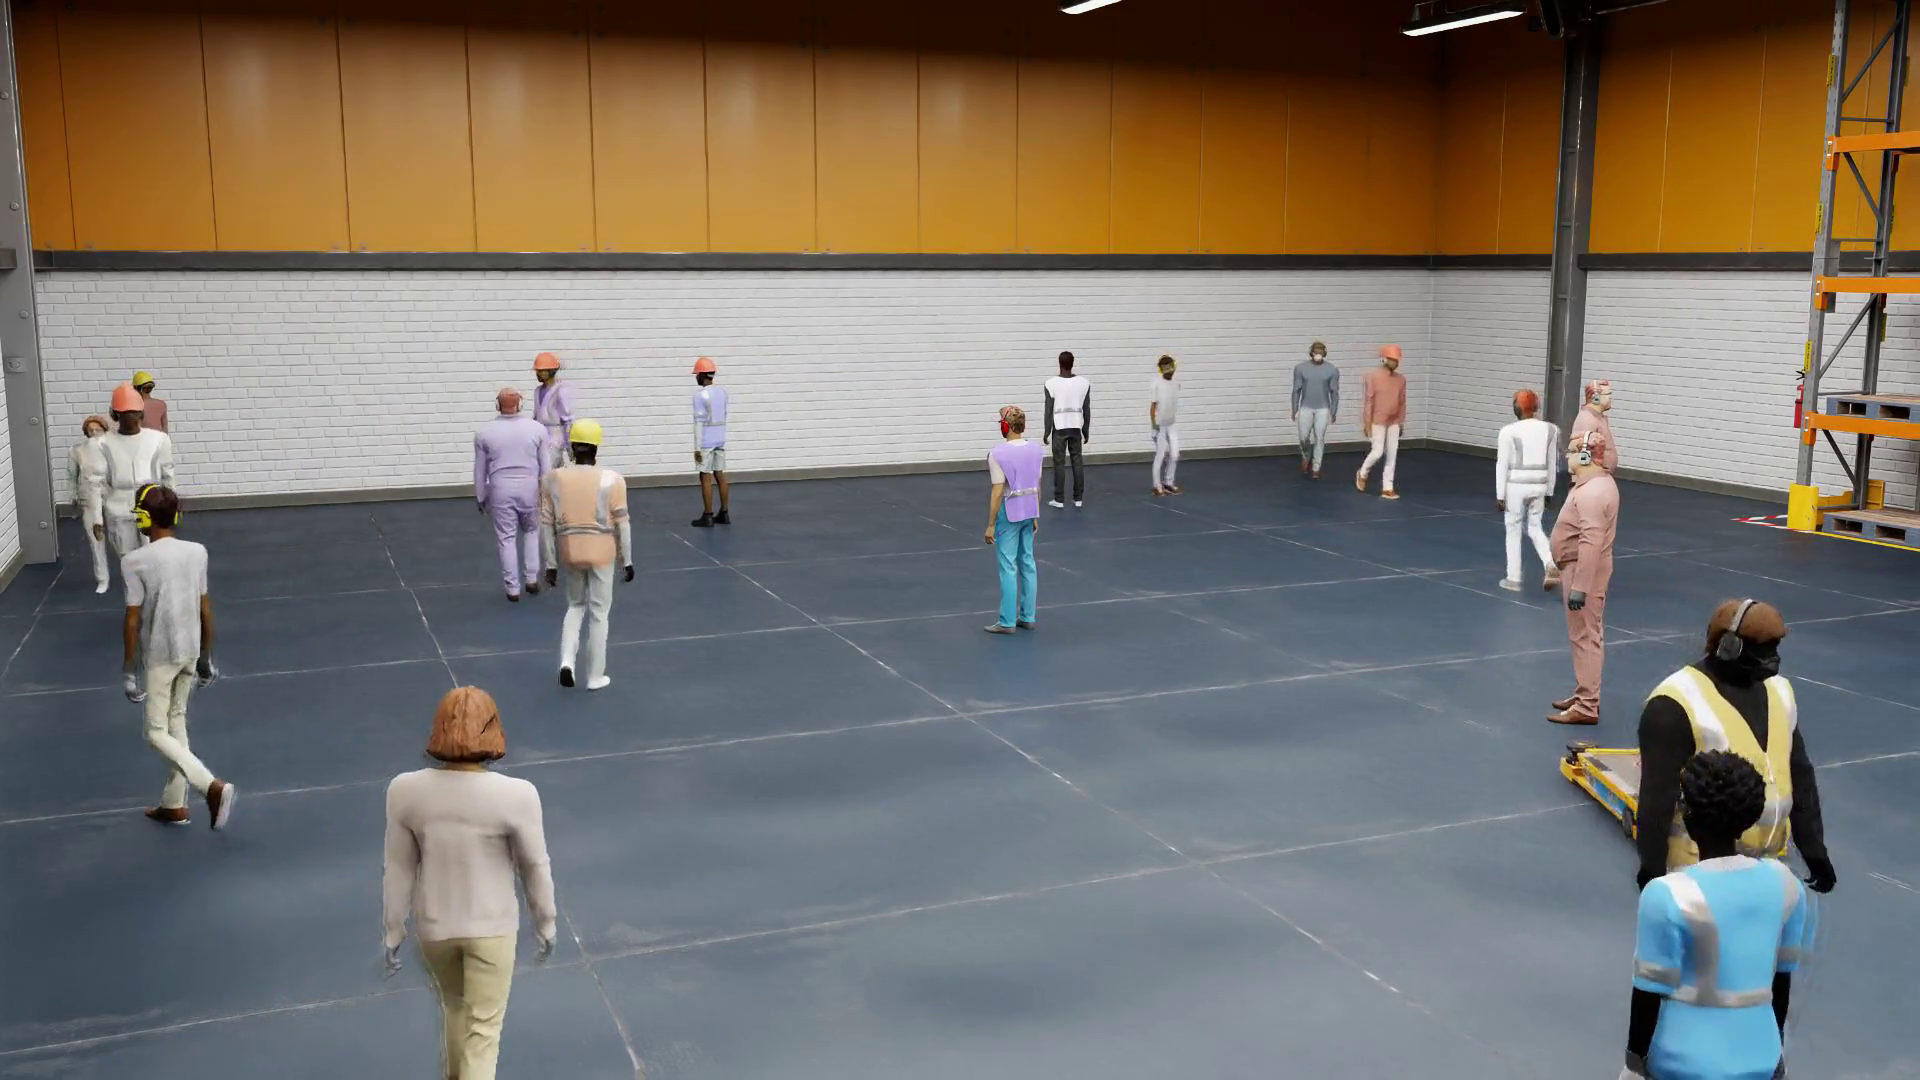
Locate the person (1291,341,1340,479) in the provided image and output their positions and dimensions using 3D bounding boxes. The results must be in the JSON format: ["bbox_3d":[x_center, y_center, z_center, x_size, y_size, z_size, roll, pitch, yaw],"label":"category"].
[{"bbox_3d":[4.943,-1.808,23.142,0.655,1.926,0.432,2,10,12],"label":"person"}]

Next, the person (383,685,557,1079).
[{"bbox_3d":[-1.583,1.257,5.490,0.534,1.609,0.649,1,9,5],"label":"person"}]

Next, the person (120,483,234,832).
[{"bbox_3d":[-4.075,0.625,8.646,0.722,1.850,0.520,5,10,27],"label":"person"}]

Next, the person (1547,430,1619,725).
[{"bbox_3d":[4.024,0.241,10.789,0.402,1.906,0.651,5,10,25],"label":"person"}]

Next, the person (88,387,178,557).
[{"bbox_3d":[-6.599,-0.220,13.304,0.633,1.989,1.050,-5,11,-28],"label":"person"}]

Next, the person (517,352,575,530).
[{"bbox_3d":[-4.575,-1.136,18.868,1.038,2.005,0.627,-8,12,-41],"label":"person"}]

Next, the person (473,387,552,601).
[{"bbox_3d":[-3.986,-0.421,14.835,0.673,1.887,0.657,-3,10,-17],"label":"person"}]

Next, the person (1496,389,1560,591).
[{"bbox_3d":[5.136,-0.426,14.974,0.583,1.867,0.657,-2,10,-11],"label":"person"}]

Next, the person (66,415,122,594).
[{"bbox_3d":[-7.767,-0.318,15.033,0.531,1.629,0.363,-2,10,-13],"label":"person"}]

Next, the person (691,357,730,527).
[{"bbox_3d":[-2.875,-1.107,18.918,0.399,1.928,0.559,5,11,30],"label":"person"}]

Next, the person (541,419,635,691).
[{"bbox_3d":[-2.586,0.113,11.553,0.593,1.908,0.422,1,9,8],"label":"person"}]

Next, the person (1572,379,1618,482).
[{"bbox_3d":[5.896,-0.537,15.487,0.408,1.913,0.642,4,10,22],"label":"person"}]

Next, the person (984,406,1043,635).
[{"bbox_3d":[0.441,-0.155,13.371,0.384,1.845,0.570,9,13,44],"label":"person"}]

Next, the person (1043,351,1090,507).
[{"bbox_3d":[1.317,-1.356,20.436,0.597,1.914,0.373,-2,10,-15],"label":"person"}]

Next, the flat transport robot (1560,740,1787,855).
[{"bbox_3d":[3.787,1.364,8.928,0.652,0.197,1.431,0,9,2],"label":"flat transport robot"}]

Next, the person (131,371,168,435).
[{"bbox_3d":[-9.231,-1.033,18.932,0.326,1.769,0.524,3,10,20],"label":"person"}]

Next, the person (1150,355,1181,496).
[{"bbox_3d":[2.614,-1.462,21.331,0.538,1.830,0.515,-5,11,-29],"label":"person"}]

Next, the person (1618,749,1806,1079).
[{"bbox_3d":[2.051,1.406,4.437,0.544,1.678,0.564,-4,10,-24],"label":"person"}]

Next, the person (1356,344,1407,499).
[{"bbox_3d":[5.387,-1.517,21.223,0.630,1.976,0.571,-3,10,-20],"label":"person"}]

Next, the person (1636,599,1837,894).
[{"bbox_3d":[2.696,1.106,5.816,0.645,1.815,0.622,-4,10,-25],"label":"person"}]
